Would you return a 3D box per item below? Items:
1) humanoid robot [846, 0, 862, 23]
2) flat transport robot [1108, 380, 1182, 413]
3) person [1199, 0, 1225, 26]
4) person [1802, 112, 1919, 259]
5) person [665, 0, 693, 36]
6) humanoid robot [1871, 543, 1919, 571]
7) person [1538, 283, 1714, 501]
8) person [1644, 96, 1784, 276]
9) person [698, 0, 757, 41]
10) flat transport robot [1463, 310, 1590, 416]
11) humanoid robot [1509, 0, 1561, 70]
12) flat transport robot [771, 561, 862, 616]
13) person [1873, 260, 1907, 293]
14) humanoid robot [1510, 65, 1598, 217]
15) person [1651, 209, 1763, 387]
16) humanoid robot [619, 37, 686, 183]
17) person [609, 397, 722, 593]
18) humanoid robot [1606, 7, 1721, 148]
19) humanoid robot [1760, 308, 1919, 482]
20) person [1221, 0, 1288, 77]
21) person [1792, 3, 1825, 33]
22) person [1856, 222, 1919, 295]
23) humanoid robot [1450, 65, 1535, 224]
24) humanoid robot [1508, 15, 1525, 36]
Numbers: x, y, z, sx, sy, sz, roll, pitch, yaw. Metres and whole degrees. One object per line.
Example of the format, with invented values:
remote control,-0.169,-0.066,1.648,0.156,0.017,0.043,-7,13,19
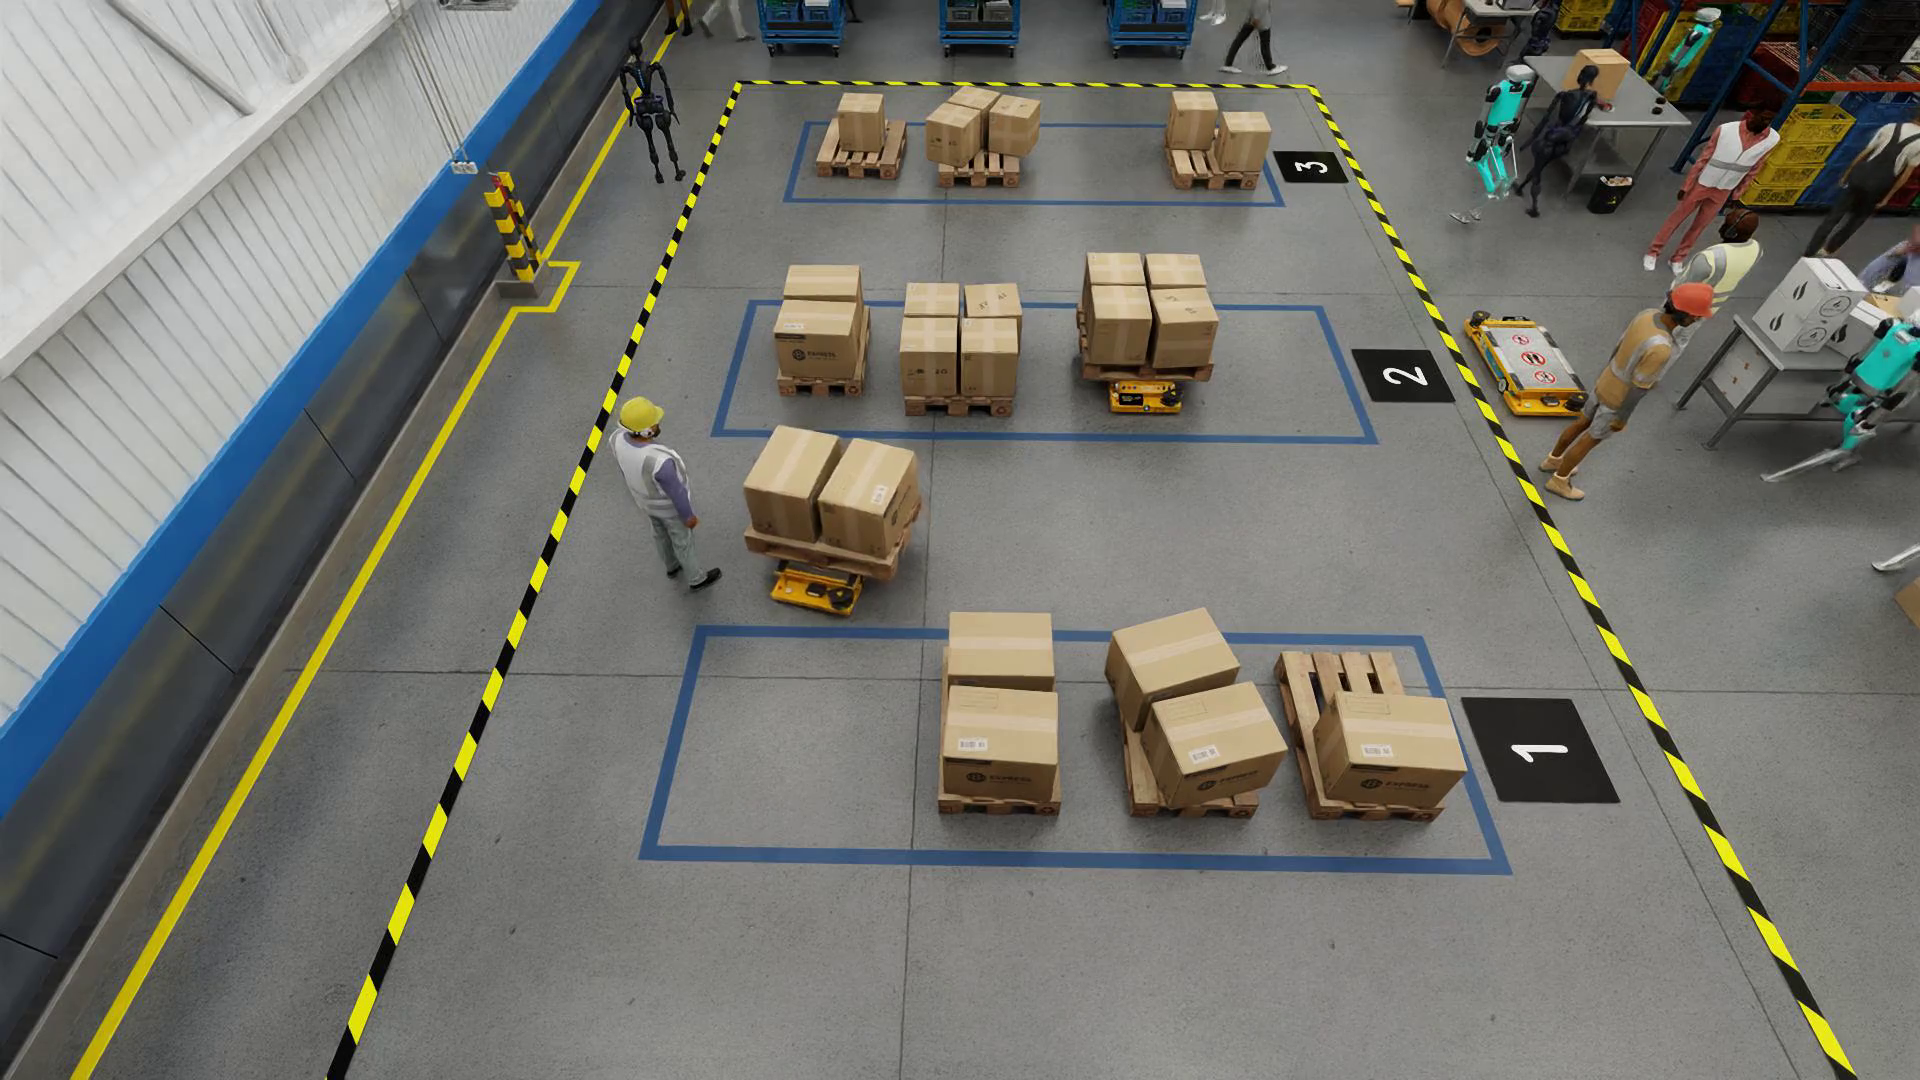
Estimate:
humanoid robot,-1.978,-9.090,14.493,0.763,1.624,0.591,5,49,5
flat transport robot,1.773,-1.807,9.079,0.652,0.197,1.431,1,49,1
person,4.163,-9.157,14.432,0.357,1.837,0.567,-17,51,-14
person,9.764,-3.813,9.810,0.657,1.811,0.530,-25,54,-20
person,-4.506,-8.804,14.051,0.550,1.937,0.354,11,50,9
humanoid robot,7.972,-0.351,6.905,1.032,1.784,0.543,-6,49,-6
person,5.339,-1.181,7.385,0.389,2.039,0.613,12,50,10
person,7.953,-3.725,9.674,0.585,1.911,0.399,14,51,12
person,-3.687,-8.559,13.930,0.826,1.803,0.611,-3,49,-3
flat transport robot,5.573,-1.757,9.054,0.659,0.231,1.431,1,49,1
humanoid robot,7.570,-6.451,12.176,0.315,1.657,0.599,37,58,27
flat transport robot,-0.993,-0.048,7.556,0.652,0.197,1.431,11,50,9
person,10.383,-3.400,9.439,0.723,1.836,0.529,-25,54,-20
humanoid robot,6.919,-4.671,10.684,0.585,1.630,0.794,-5,49,-4
person,6.632,-2.139,8.354,0.629,1.835,0.429,-12,50,-10
humanoid robot,-3.733,-5.175,11.069,0.599,1.659,0.315,-7,49,-6
person,-2.180,-0.318,6.774,0.599,1.829,0.404,29,55,23
humanoid robot,8.692,-5.811,11.592,0.562,1.767,0.778,-34,57,-26
humanoid robot,7.629,-1.121,7.553,0.992,1.774,0.530,-2,49,-2
person,4.360,-7.577,13.073,0.951,1.797,0.617,4,49,4
person,12.638,-8.069,13.542,0.320,1.740,0.490,-2,49,-2
person,9.562,-2.897,9.078,0.912,1.719,0.521,20,52,17
humanoid robot,6.022,-4.307,10.203,0.533,1.674,0.735,-11,50,-10
humanoid robot,8.778,-8.719,14.166,0.612,1.634,0.673,-21,52,-18
